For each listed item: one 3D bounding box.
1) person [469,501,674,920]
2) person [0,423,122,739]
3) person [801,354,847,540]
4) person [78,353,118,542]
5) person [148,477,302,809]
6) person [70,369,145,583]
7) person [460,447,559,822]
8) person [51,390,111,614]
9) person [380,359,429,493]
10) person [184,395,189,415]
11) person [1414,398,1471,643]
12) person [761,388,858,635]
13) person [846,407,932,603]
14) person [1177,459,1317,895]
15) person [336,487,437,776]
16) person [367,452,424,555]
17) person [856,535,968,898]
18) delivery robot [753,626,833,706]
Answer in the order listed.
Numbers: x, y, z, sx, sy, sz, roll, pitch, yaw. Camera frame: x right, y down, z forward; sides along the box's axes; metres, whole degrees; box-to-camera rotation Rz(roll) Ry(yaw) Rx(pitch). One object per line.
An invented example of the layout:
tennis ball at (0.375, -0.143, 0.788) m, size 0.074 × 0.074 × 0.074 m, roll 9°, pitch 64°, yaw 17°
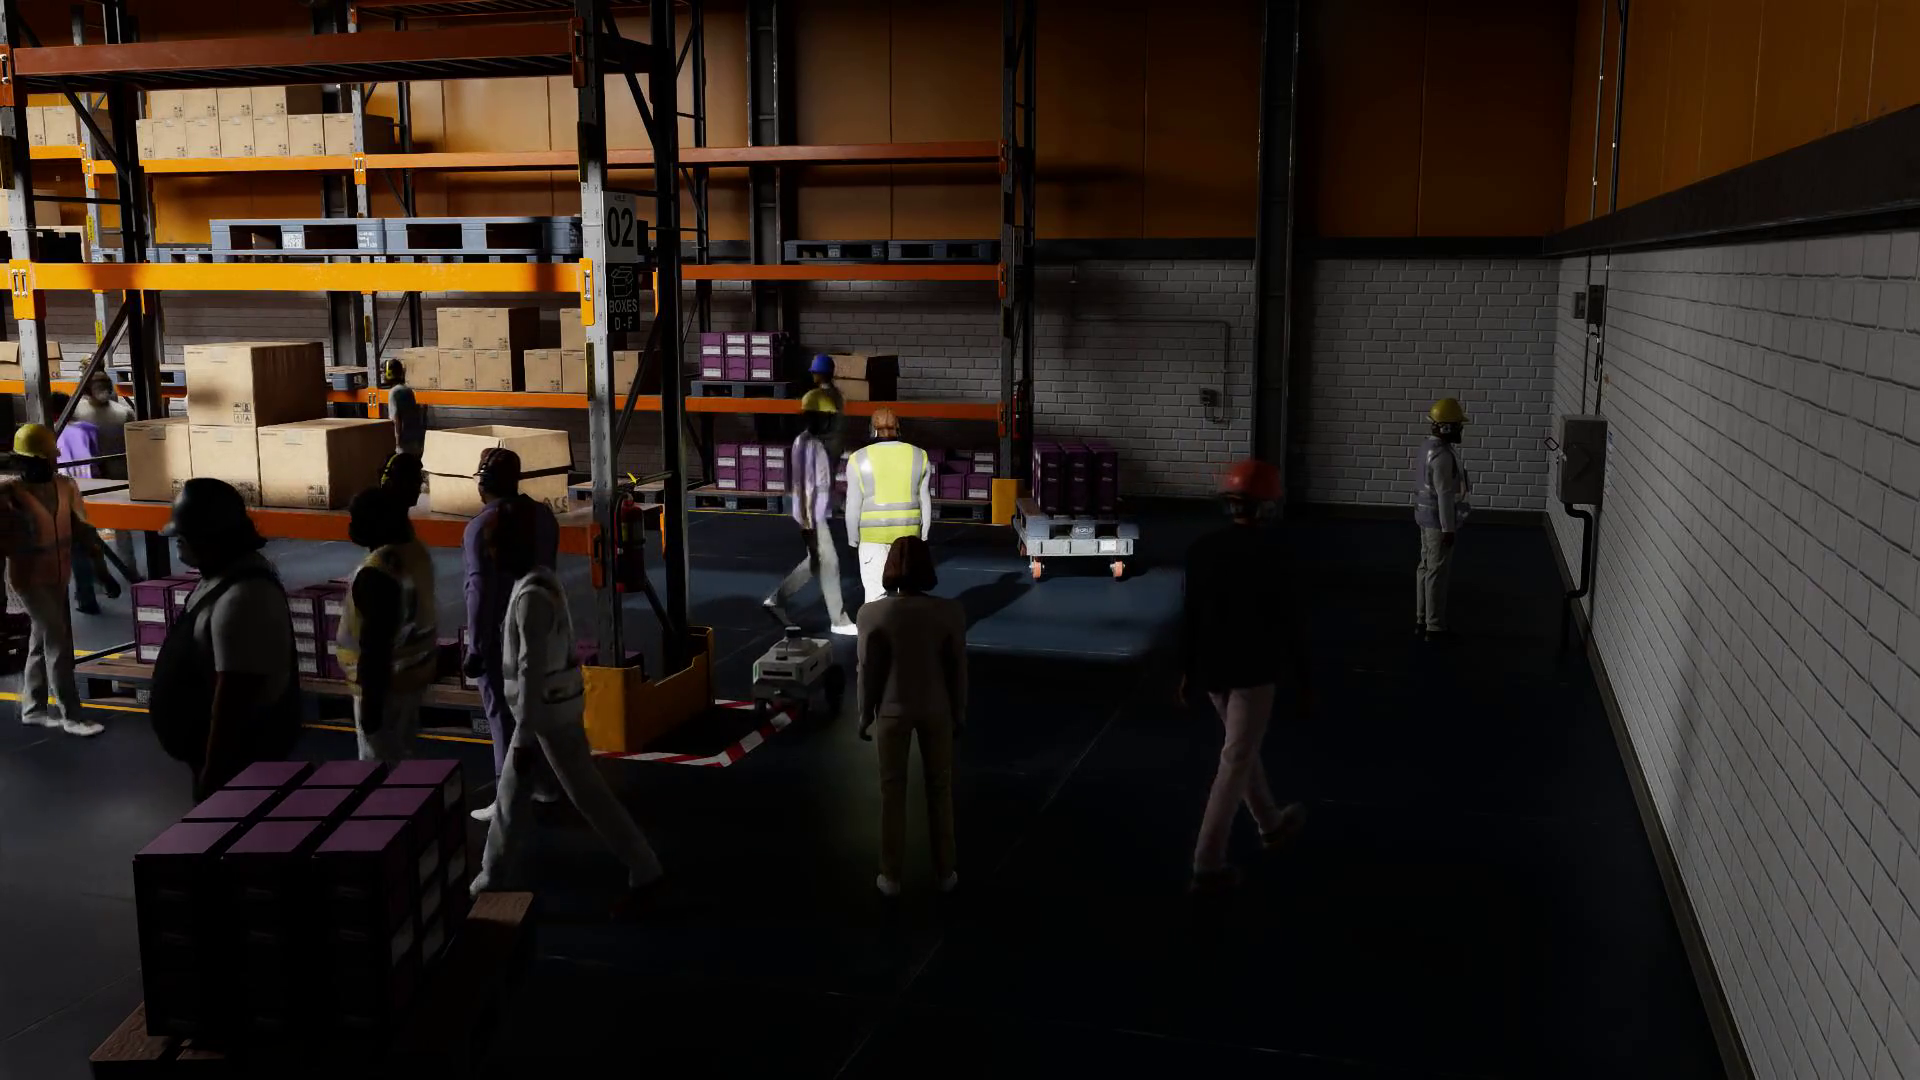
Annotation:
person at (-1.729, 0.742, 7.096) m, size 1.011 × 1.844 × 0.623 m, roll -3°, pitch 10°, yaw -16°
person at (-5.402, 0.245, 9.962) m, size 0.853 × 1.887 × 0.609 m, roll 2°, pitch 10°, yaw 14°
person at (-1.277, -0.926, 16.956) m, size 0.695 × 1.932 × 0.605 m, roll 2°, pitch 9°, yaw 9°
person at (-8.785, -0.943, 17.032) m, size 0.355 × 1.938 × 0.636 m, roll -2°, pitch 10°, yaw -14°
person at (-2.827, 0.747, 6.421) m, size 0.535 × 2.000 × 0.716 m, roll -4°, pitch 10°, yaw -25°
person at (-7.618, -0.559, 14.783) m, size 0.554 × 1.936 × 0.640 m, roll 9°, pitch 13°, yaw 42°
person at (-2.310, 0.479, 8.466) m, size 0.403 × 1.906 × 0.651 m, roll 4°, pitch 10°, yaw 23°
person at (-7.314, -0.322, 13.606) m, size 0.801 × 1.809 × 0.590 m, roll 8°, pitch 12°, yaw 39°
person at (-6.064, -1.017, 17.820) m, size 0.916 × 1.821 × 0.534 m, roll 2°, pitch 9°, yaw 11°
person at (-7.727, -0.902, 17.083) m, size 0.344 × 1.841 × 0.507 m, roll 0°, pitch 9°, yaw 2°
person at (3.627, -0.149, 12.518) m, size 0.403 × 1.833 × 0.591 m, roll 0°, pitch 9°, yaw 2°
person at (-1.125, -0.215, 12.718) m, size 0.823 × 1.903 × 0.599 m, roll 0°, pitch 9°, yaw 2°
person at (-0.502, -0.010, 11.662) m, size 0.619 × 1.839 × 0.430 m, roll -2°, pitch 10°, yaw -14°
person at (1.371, 0.596, 7.651) m, size 0.992 × 1.936 × 0.637 m, roll -7°, pitch 12°, yaw -37°
person at (-2.636, 0.659, 7.700) m, size 0.429 × 1.824 × 0.693 m, roll 0°, pitch 9°, yaw -1°
person at (-2.886, 0.473, 8.643) m, size 0.335 × 1.864 × 0.521 m, roll -1°, pitch 9°, yaw -8°
person at (-0.212, 0.787, 7.417) m, size 0.499 × 1.633 × 0.282 m, roll -1°, pitch 9°, yaw -4°
delivery robot at (-1.041, 0.786, 10.407) m, size 0.477 × 0.478 × 0.707 m, roll 1°, pitch 9°, yaw 11°
